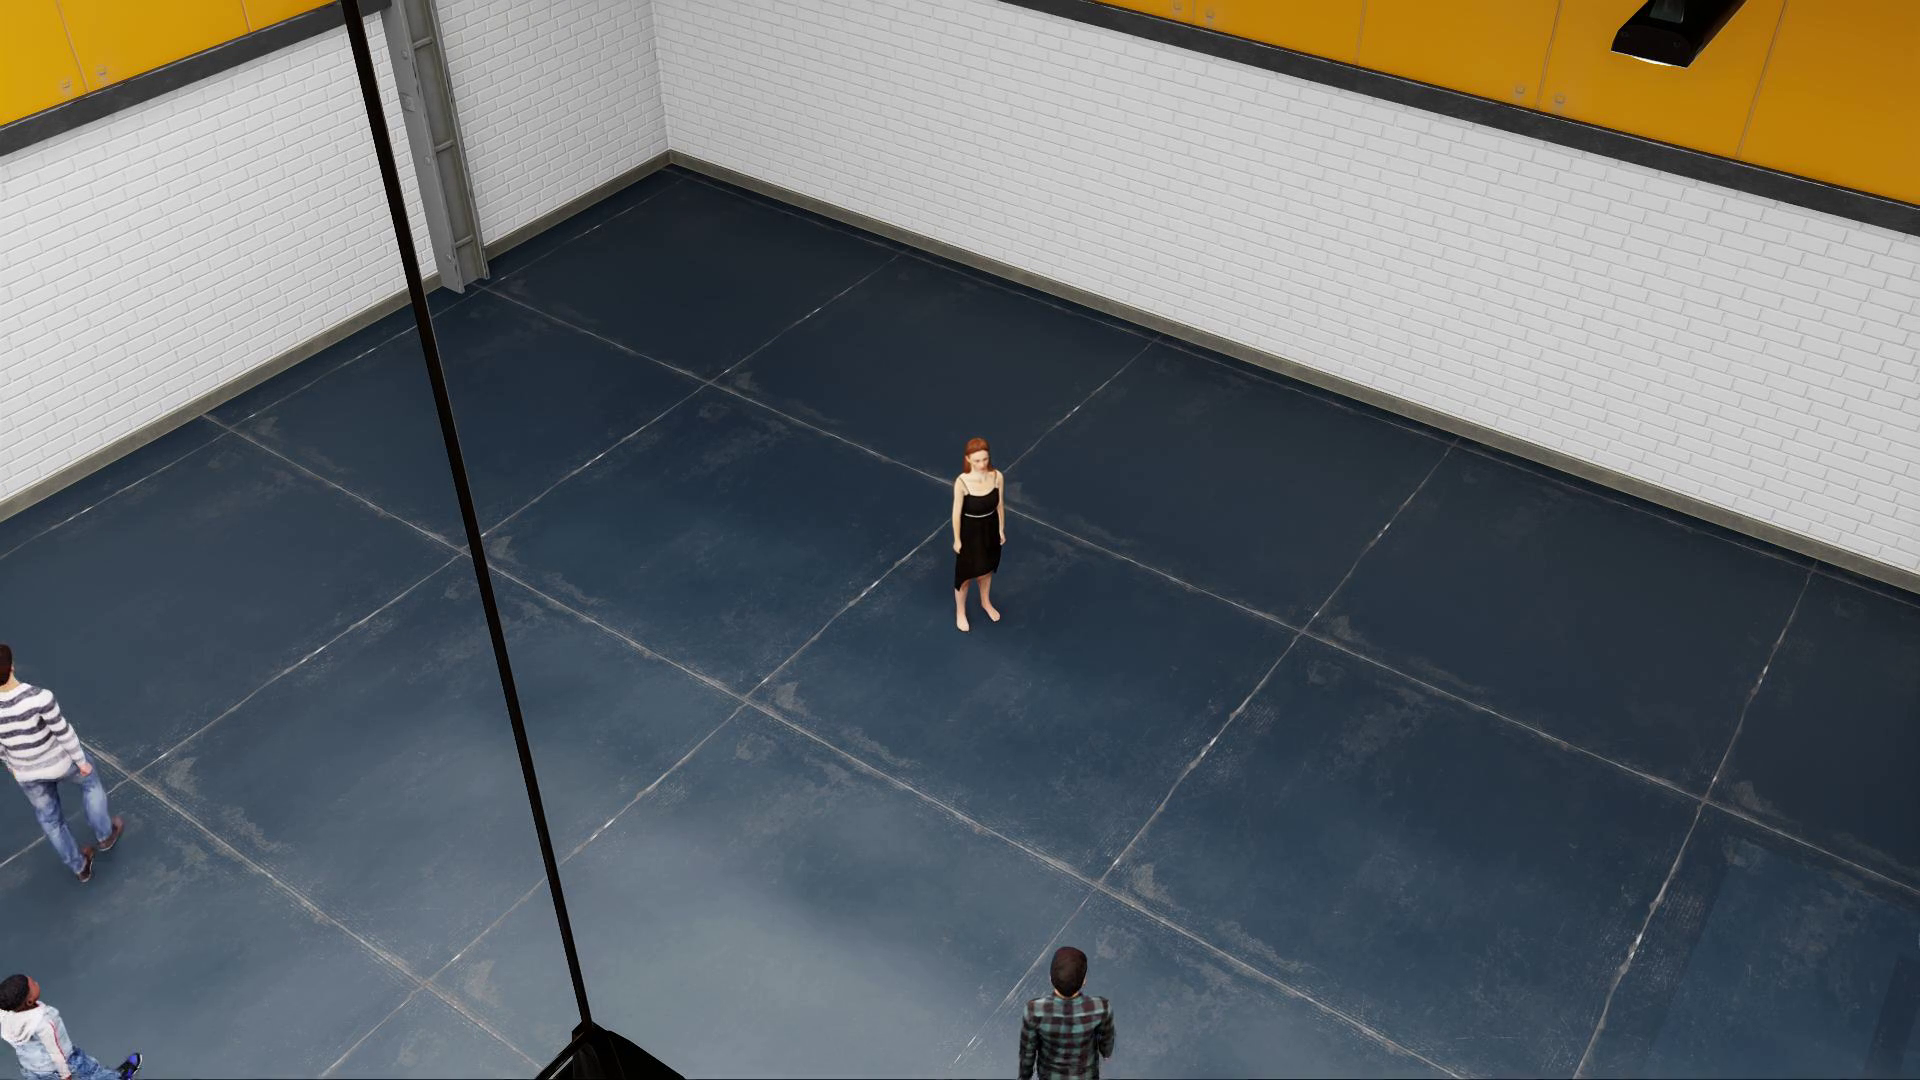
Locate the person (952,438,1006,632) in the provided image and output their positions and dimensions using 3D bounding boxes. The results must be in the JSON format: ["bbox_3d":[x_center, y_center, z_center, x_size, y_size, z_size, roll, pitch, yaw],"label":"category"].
[{"bbox_3d":[0.131,-0.063,12.287,0.649,1.625,0.728,-15,41,-18],"label":"person"}]

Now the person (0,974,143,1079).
[{"bbox_3d":[-4.971,2.831,8.978,0.642,1.232,0.875,10,40,12],"label":"person"}]

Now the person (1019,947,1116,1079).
[{"bbox_3d":[0.567,2.821,8.791,0.997,1.693,1.149,4,39,5],"label":"person"}]

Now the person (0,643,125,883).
[{"bbox_3d":[-5.654,1.439,10.235,0.845,1.839,0.907,-8,39,-9],"label":"person"}]
